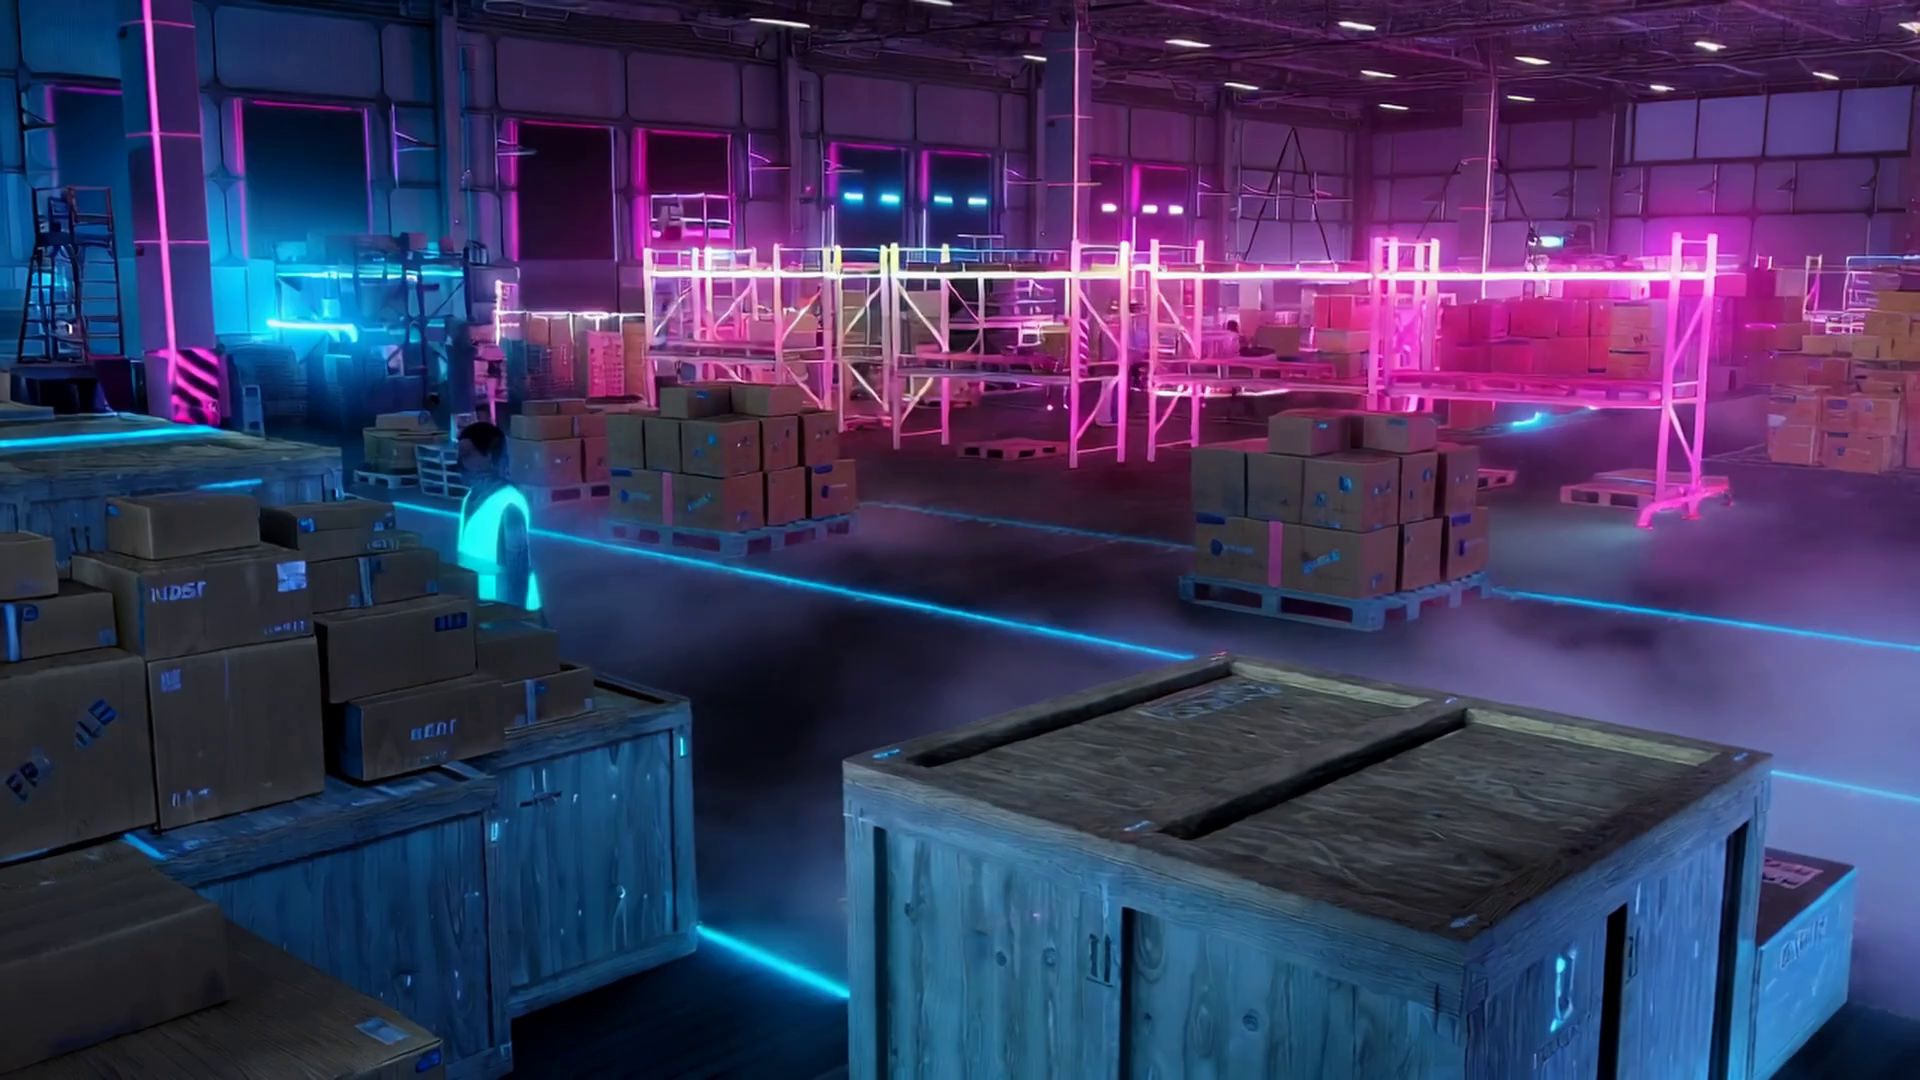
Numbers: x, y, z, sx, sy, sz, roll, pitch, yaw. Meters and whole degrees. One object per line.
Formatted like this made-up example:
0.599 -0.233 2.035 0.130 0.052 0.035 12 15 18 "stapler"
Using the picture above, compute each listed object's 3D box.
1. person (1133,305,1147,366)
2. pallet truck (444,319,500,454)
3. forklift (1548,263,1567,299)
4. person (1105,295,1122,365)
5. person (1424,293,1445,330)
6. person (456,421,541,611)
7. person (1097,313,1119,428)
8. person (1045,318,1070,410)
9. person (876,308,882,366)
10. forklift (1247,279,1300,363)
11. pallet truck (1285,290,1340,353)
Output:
4.866 -5.569 45.375 0.532 1.671 0.568 -7 11 -35 "person"
-6.981 -1.942 22.150 1.885 1.965 0.823 1 9 9 "pallet truck"
16.473 -6.266 45.965 1.873 2.768 1.129 2 10 15 "forklift"
4.270 -5.747 45.662 0.553 1.935 0.362 0 9 -1 "person"
15.122 -6.919 53.009 0.640 1.888 1.007 3 10 18 "person"
-2.291 0.370 8.216 0.392 1.920 0.592 -7 11 -36 "person"
2.494 -2.838 27.855 0.373 1.928 0.584 -1 9 -6 "person"
1.845 -3.325 31.432 0.485 1.739 0.320 -2 9 -11 "person"
-2.068 -5.359 44.236 0.314 1.633 0.519 0 9 2 "person"
8.216 -6.142 45.200 1.873 2.768 1.129 9 13 43 "forklift"
11.297 -6.951 52.861 1.885 1.965 0.823 -5 11 -29 "pallet truck"
